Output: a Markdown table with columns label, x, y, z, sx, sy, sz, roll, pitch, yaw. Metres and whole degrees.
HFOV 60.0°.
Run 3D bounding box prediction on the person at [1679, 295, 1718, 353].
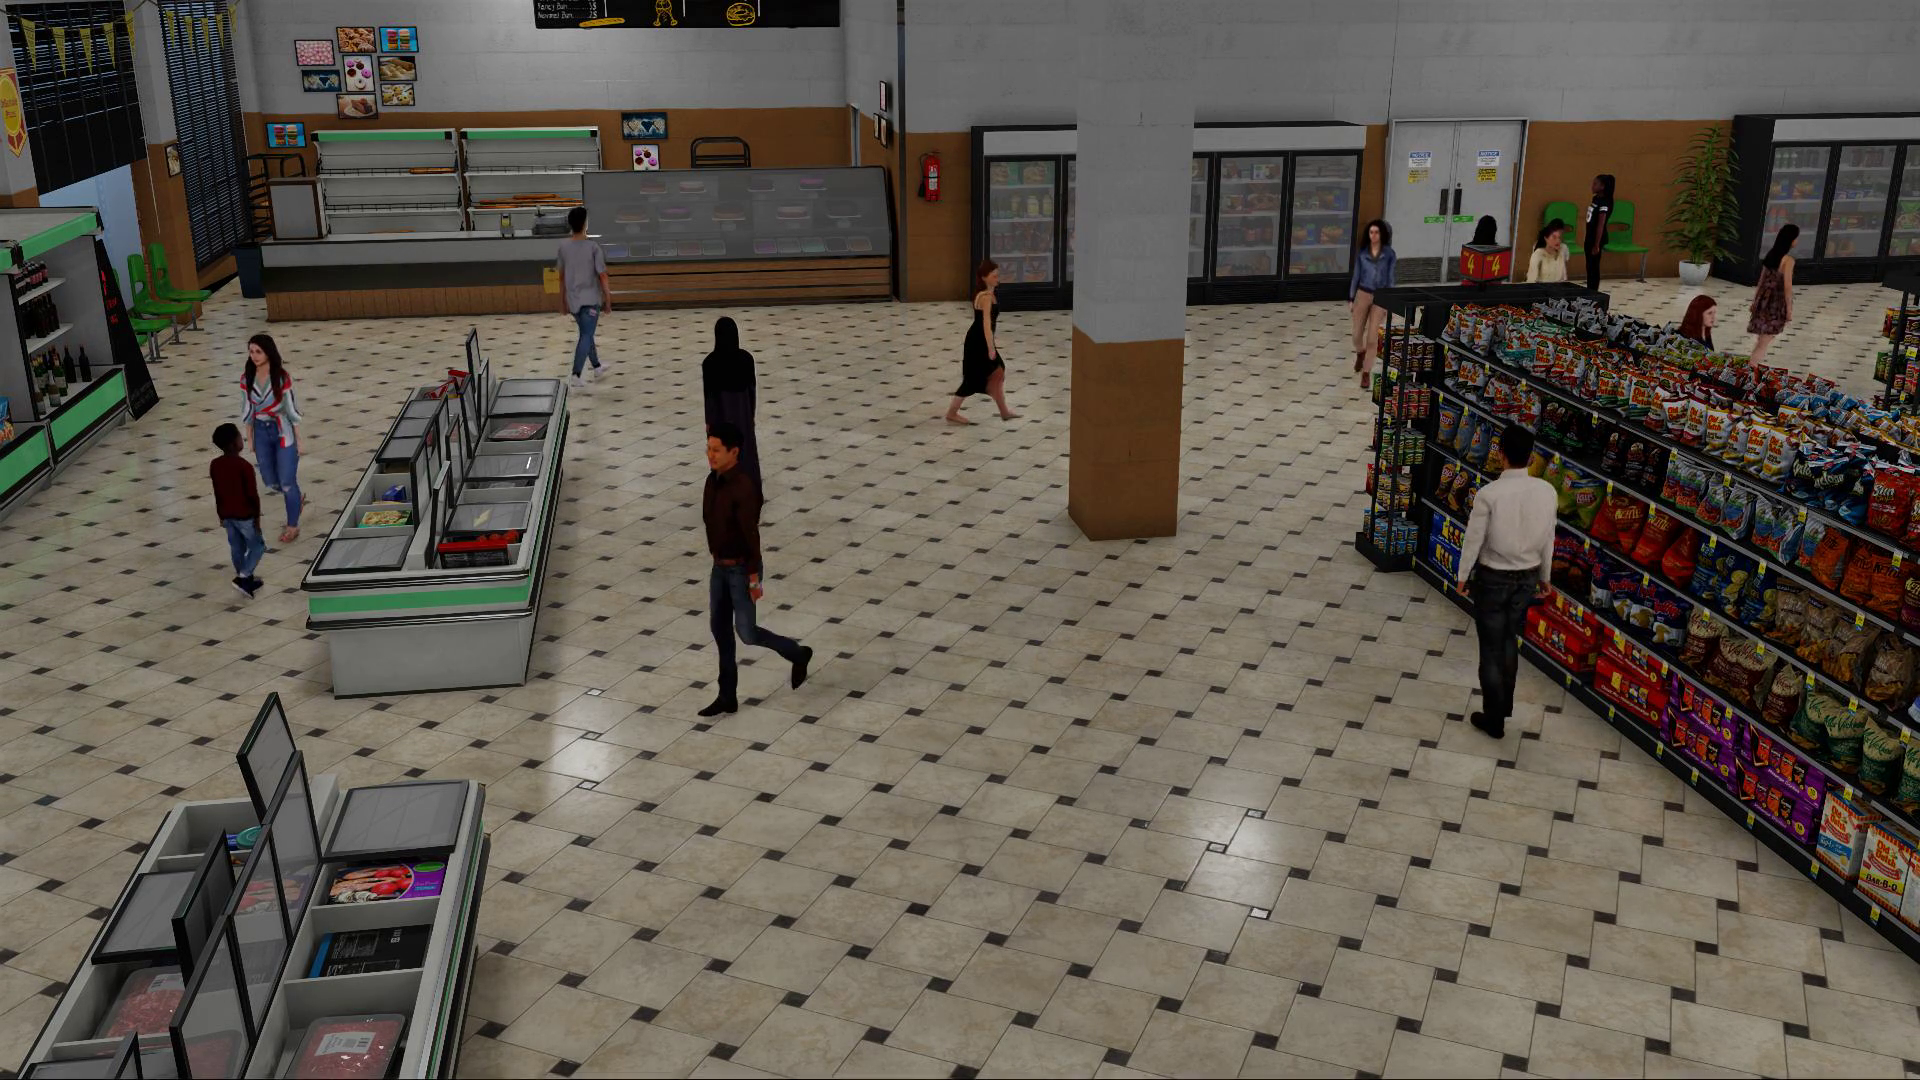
| label | x | y | z | sx | sy | sz | roll | pitch | yaw |
| --- | --- | --- | --- | --- | --- | --- | --- | --- | --- |
| person | 5.800 | -1.073 | 13.273 | 0.663 | 1.787 | 0.692 | -16 | 25 | -40 |

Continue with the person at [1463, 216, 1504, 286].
| label | x | y | z | sx | sy | sz | roll | pitch | yaw |
| --- | --- | --- | --- | --- | --- | --- | --- | --- | --- |
| person | 5.604 | -2.632 | 17.990 | 0.741 | 1.728 | 0.784 | 12 | 22 | 31 |

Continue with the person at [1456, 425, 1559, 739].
| label | x | y | z | sx | sy | sz | roll | pitch | yaw |
| --- | --- | --- | --- | --- | --- | --- | --- | --- | --- |
| person | 3.083 | 0.272 | 9.270 | 0.674 | 1.797 | 0.604 | -3 | 19 | -9 |

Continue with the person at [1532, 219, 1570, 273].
| label | x | y | z | sx | sy | sz | roll | pitch | yaw |
| --- | --- | --- | --- | --- | --- | --- | --- | --- | --- |
| person | 6.588 | -2.800 | 18.682 | 0.838 | 1.604 | 0.902 | 16 | 24 | 39 |

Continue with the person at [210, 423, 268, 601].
| label | x | y | z | sx | sy | sz | roll | pitch | yaw |
| --- | --- | --- | --- | --- | --- | --- | --- | --- | --- |
| person | -5.006 | -0.173 | 11.451 | 0.629 | 1.245 | 0.729 | 5 | 19 | 13 |

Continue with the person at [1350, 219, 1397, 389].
| label | x | y | z | sx | sy | sz | roll | pitch | yaw |
| --- | --- | --- | --- | --- | --- | --- | --- | --- | --- |
| person | 4.353 | -2.500 | 17.543 | 0.837 | 1.763 | 0.956 | 8 | 20 | 21 |

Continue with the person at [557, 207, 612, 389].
| label | x | y | z | sx | sy | sz | roll | pitch | yaw |
| --- | --- | --- | --- | --- | --- | --- | --- | --- | --- |
| person | -3.967 | -2.484 | 17.369 | 1.054 | 1.843 | 1.323 | 5 | 19 | 15 |

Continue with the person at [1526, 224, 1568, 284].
| label | x | y | z | sx | sy | sz | roll | pitch | yaw |
| --- | --- | --- | --- | --- | --- | --- | --- | --- | --- |
| person | 6.345 | -2.654 | 18.273 | 0.992 | 1.588 | 1.245 | -14 | 23 | -36 |

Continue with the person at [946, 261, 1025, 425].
| label | x | y | z | sx | sy | sz | roll | pitch | yaw |
| --- | --- | --- | --- | --- | --- | --- | --- | --- | --- |
| person | 0.116 | -1.869 | 15.943 | 0.869 | 1.589 | 1.002 | 2 | 19 | 4 |

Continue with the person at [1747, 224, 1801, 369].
| label | x | y | z | sx | sy | sz | roll | pitch | yaw |
| --- | --- | --- | --- | --- | --- | --- | --- | --- | --- |
| person | 8.273 | -2.360 | 17.140 | 0.694 | 1.756 | 0.603 | -3 | 19 | -10 |

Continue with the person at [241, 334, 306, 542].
| label | x | y | z | sx | sy | sz | roll | pitch | yaw |
| --- | --- | --- | --- | --- | --- | --- | --- | --- | --- |
| person | -5.207 | -0.806 | 12.783 | 0.737 | 1.594 | 0.883 | 0 | 19 | 0 |

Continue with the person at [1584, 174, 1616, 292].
| label | x | y | z | sx | sy | sz | roll | pitch | yaw |
| --- | --- | --- | --- | --- | --- | --- | --- | --- | --- |
| person | 8.321 | -3.912 | 21.779 | 0.716 | 1.731 | 0.581 | 1 | 19 | 4 |

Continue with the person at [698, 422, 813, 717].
| label | x | y | z | sx | sy | sz | roll | pitch | yaw |
| --- | --- | --- | --- | --- | --- | --- | --- | --- | --- |
| person | -1.223 | 0.163 | 9.650 | 1.011 | 1.760 | 1.045 | -15 | 24 | -37 |

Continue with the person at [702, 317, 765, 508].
| label | x | y | z | sx | sy | sz | roll | pitch | yaw |
| --- | --- | --- | --- | --- | --- | --- | --- | --- | --- |
| person | -1.837 | -0.988 | 13.291 | 0.665 | 1.614 | 0.661 | -8 | 20 | -23 |
